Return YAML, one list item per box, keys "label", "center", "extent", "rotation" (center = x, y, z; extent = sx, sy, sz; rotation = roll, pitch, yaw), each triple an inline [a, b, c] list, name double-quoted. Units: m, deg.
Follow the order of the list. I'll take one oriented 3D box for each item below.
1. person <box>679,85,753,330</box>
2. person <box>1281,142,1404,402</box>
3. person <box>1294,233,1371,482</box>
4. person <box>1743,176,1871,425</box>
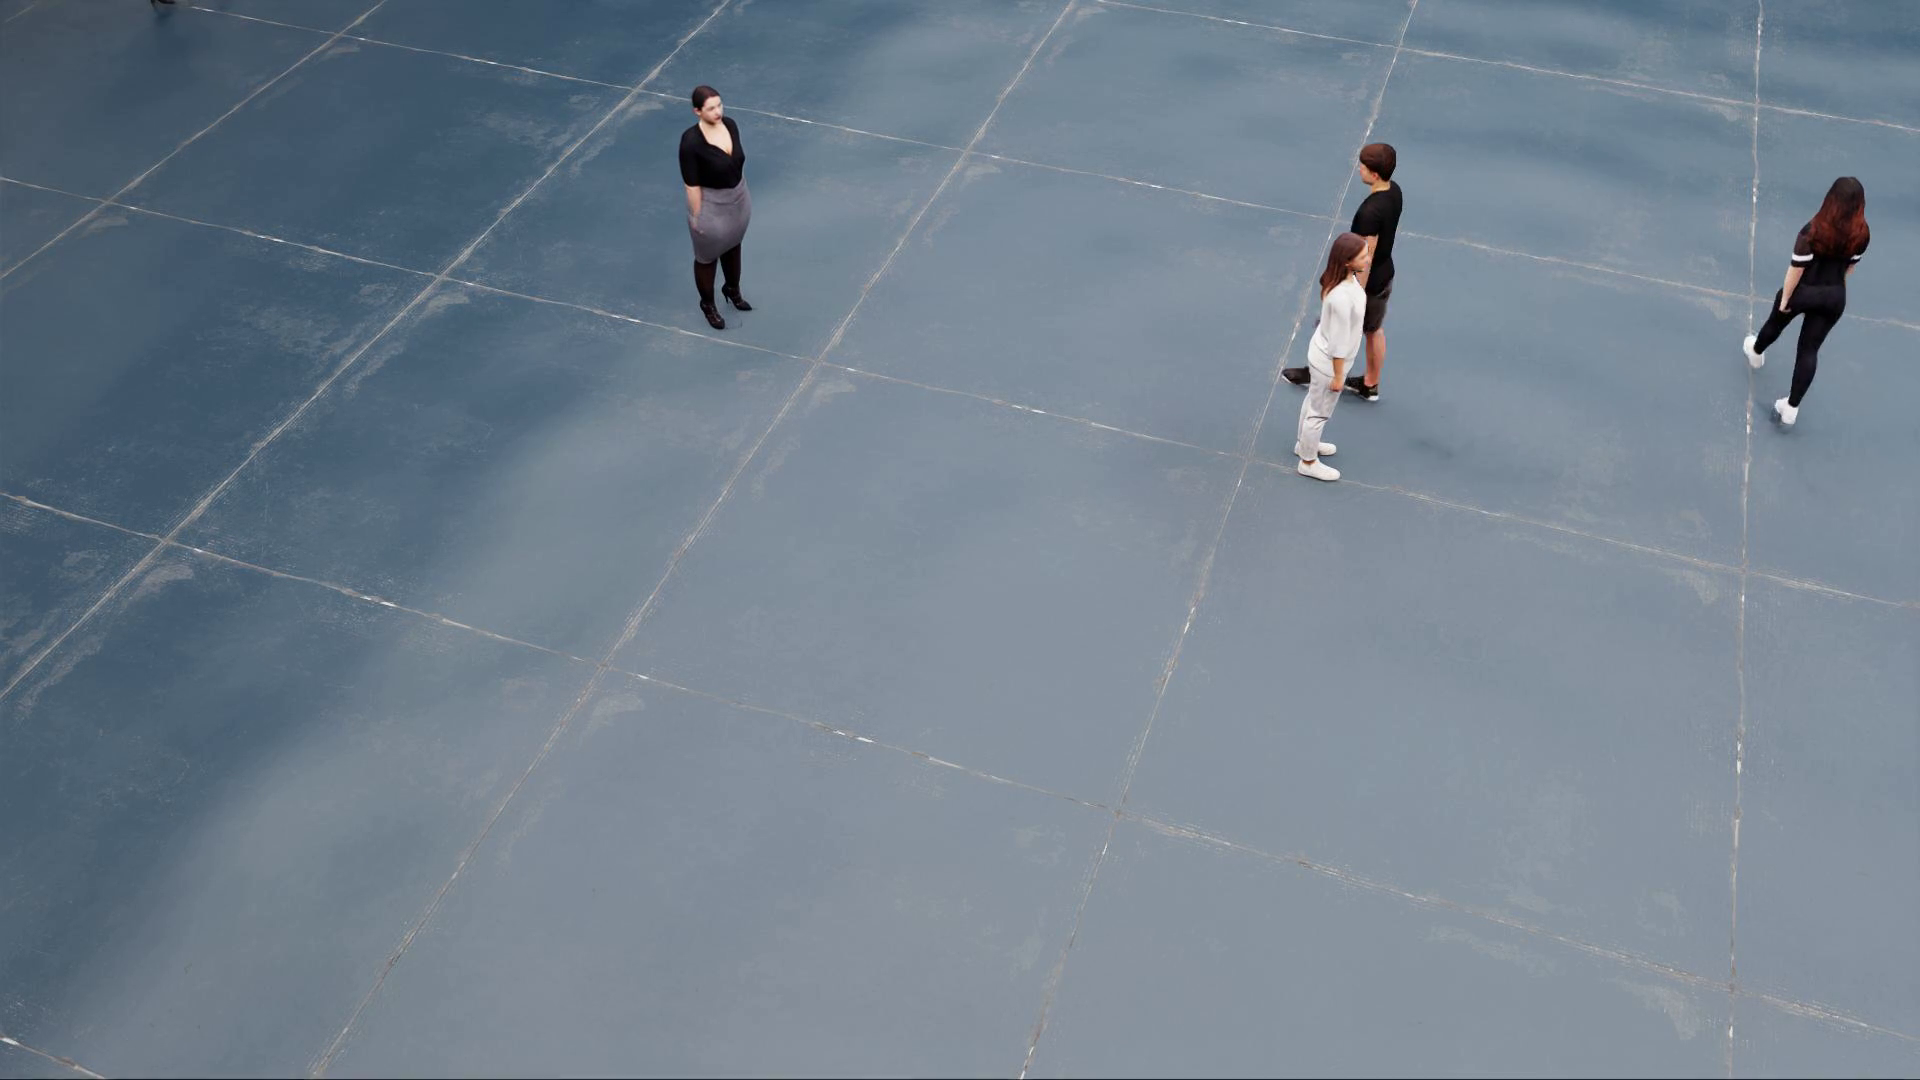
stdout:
- label: "person"
  center: [-1.644, -2.249, 11.191]
  extent: [0.723, 1.760, 0.737]
  rotation: [28, 50, 26]
- label: "person"
  center: [2.638, -1.625, 10.464]
  extent: [0.938, 1.840, 0.810]
  rotation: [23, 48, 23]
- label: "person"
  center: [2.237, -1.116, 10.030]
  extent: [0.613, 1.688, 0.645]
  rotation: [5, 43, 5]
- label: "person"
  center: [5.404, -1.478, 10.492]
  extent: [1.125, 1.587, 0.860]
  rotation: [3, 43, 4]
